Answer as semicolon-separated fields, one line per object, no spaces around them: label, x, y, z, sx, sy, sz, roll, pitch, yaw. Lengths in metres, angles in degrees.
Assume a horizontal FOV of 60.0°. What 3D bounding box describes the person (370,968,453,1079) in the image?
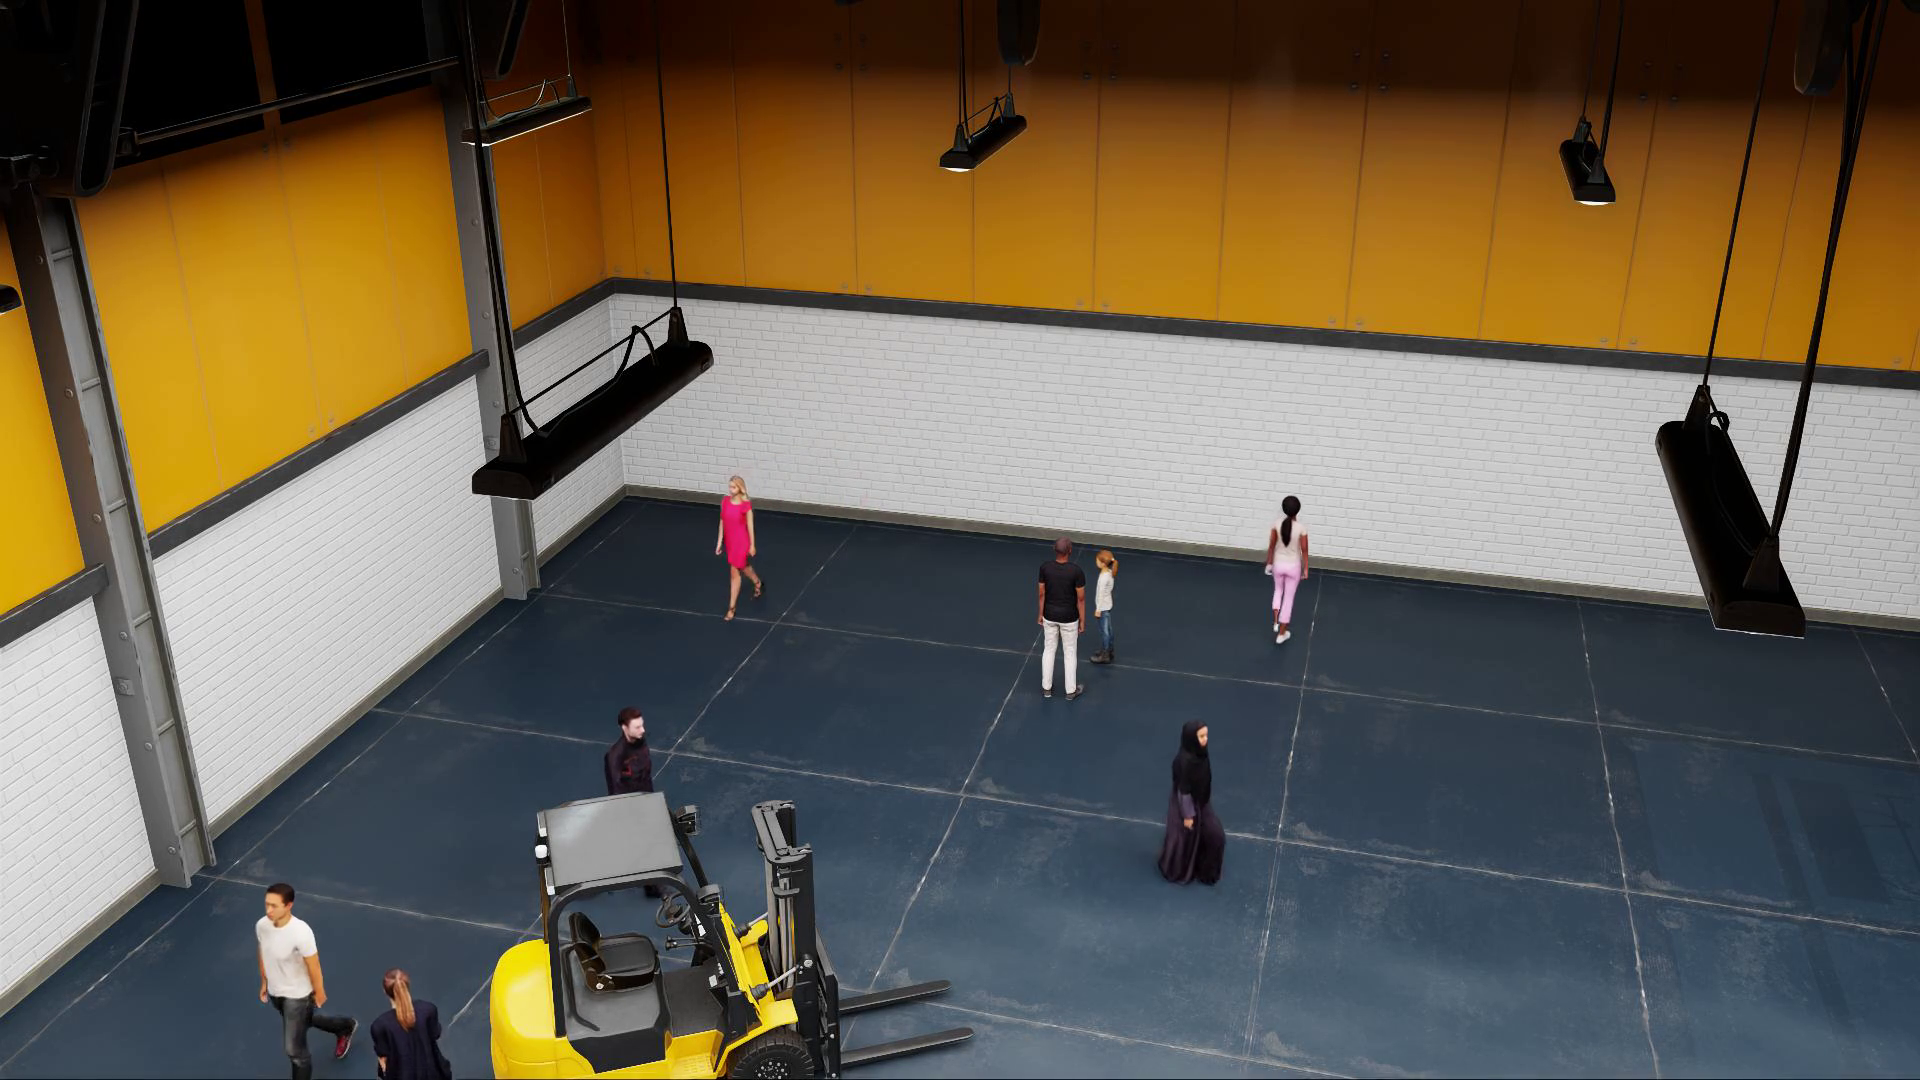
person;-3.613;3.614;11.093;0.934;1.664;1.030;-10;26;-22

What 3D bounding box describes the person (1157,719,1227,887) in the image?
person;1.918;2.226;14.331;0.874;1.613;0.870;21;31;39

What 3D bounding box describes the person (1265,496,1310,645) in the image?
person;3.590;0.354;18.470;0.686;1.728;0.698;14;27;28

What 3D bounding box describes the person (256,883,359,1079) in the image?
person;-4.718;3.178;11.948;0.801;1.778;1.170;12;26;26

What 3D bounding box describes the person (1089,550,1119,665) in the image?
person;1.587;0.727;18.133;0.519;1.314;0.418;7;25;15

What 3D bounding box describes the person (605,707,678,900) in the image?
person;-2.800;2.239;13.950;0.843;1.895;0.925;9;25;21

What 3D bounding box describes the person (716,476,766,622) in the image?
person;-2.522;0.029;19.270;0.804;1.682;1.117;15;28;31

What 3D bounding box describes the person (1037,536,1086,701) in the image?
person;1.047;0.807;17.339;0.673;1.804;0.579;8;25;17
